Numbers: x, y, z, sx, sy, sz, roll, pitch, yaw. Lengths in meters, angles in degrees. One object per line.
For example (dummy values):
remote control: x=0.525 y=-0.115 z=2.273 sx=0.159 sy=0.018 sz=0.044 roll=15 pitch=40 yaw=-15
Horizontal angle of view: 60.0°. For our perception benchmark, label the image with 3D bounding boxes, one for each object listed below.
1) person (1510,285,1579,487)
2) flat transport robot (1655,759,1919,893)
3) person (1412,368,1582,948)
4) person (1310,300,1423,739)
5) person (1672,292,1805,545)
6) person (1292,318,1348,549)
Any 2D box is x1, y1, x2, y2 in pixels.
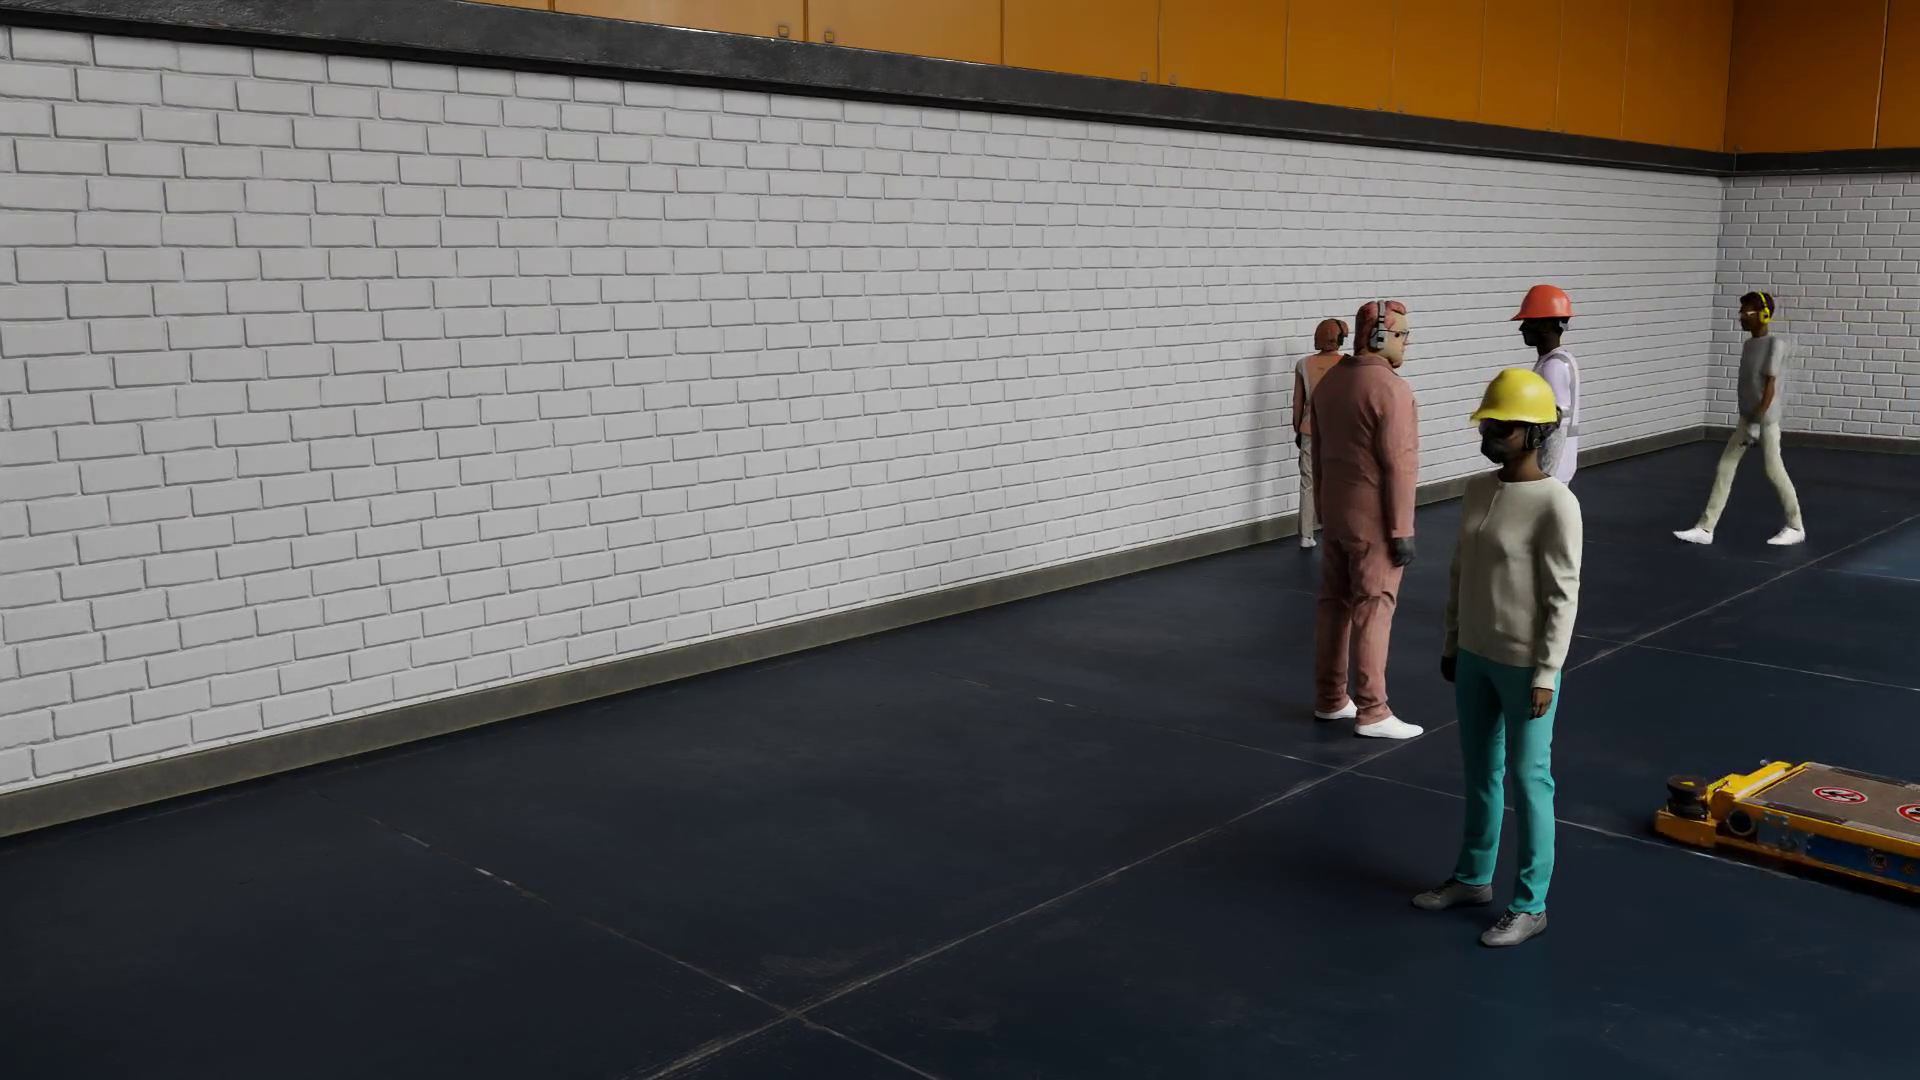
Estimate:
person: x=3.039 y=-0.362 z=8.737 sx=0.373 sy=1.934 sz=0.551 roll=4 pitch=11 yaw=19
flat transport robot: x=3.218 y=1.011 z=5.662 sx=0.652 sy=0.197 sz=1.431 roll=-9 pitch=13 yaw=-42
person: x=1.670 y=0.357 z=5.123 sx=0.304 sy=1.772 sz=0.525 roll=-4 pitch=11 yaw=-21
person: x=1.798 y=-0.091 z=7.298 sx=0.401 sy=1.904 sz=0.641 roll=-4 pitch=11 yaw=-20
person: x=5.676 y=-0.850 z=11.863 sx=0.966 sy=1.823 sz=0.536 roll=-1 pitch=10 yaw=-8
person: x=2.573 y=-0.732 z=11.688 sx=0.515 sy=1.641 sz=0.315 roll=8 pitch=13 yaw=38
